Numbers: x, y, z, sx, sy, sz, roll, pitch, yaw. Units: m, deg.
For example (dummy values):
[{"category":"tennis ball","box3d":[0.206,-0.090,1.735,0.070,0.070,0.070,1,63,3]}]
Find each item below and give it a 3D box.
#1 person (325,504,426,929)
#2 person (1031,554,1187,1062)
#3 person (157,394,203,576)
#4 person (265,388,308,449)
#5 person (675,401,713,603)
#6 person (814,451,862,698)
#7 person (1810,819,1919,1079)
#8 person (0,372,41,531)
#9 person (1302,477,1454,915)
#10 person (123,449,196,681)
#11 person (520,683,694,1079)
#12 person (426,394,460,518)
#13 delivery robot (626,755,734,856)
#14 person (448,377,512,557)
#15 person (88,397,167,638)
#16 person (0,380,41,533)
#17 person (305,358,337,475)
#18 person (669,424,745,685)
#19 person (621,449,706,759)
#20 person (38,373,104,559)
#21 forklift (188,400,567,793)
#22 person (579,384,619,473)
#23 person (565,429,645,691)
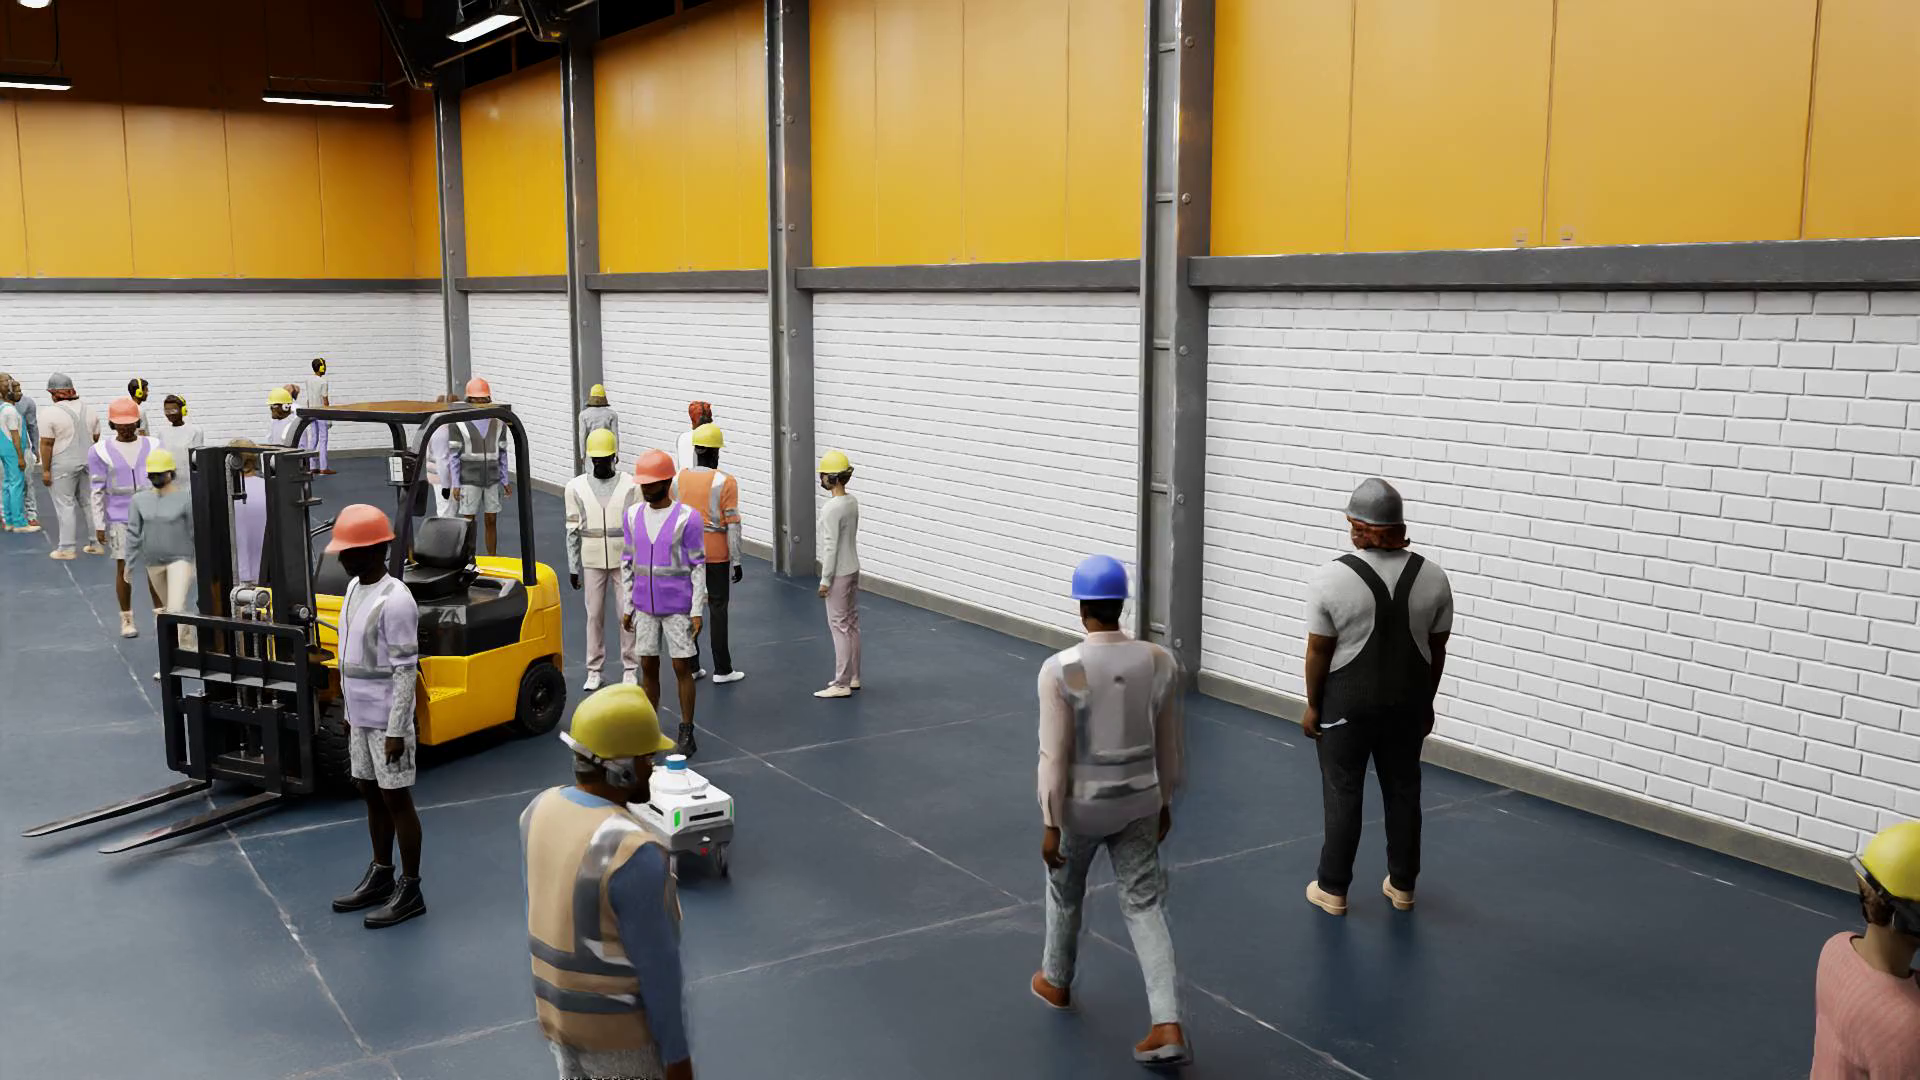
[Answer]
[{"category":"person","box3d":[-2.680,0.794,7.605,0.544,1.937,0.358,8,12,44]},{"category":"person","box3d":[0.588,1.005,6.342,0.621,1.899,0.988,-3,9,-20]},{"category":"person","box3d":[-7.922,-0.554,16.952,0.505,1.864,0.331,1,8,5]},{"category":"person","box3d":[-7.520,-0.778,18.546,0.600,1.829,0.404,6,10,34]},{"category":"person","box3d":[-2.439,-0.358,15.543,0.337,1.882,0.583,-8,12,-43]},{"category":"person","box3d":[-0.879,0.244,11.884,0.312,1.768,0.529,2,9,15]},{"category":"person","box3d":[2.027,1.466,3.682,0.345,1.758,0.532,2,9,12]},{"category":"person","box3d":[-11.543,-1.072,20.223,0.635,1.928,0.382,-6,10,-33]},{"category":"person","box3d":[1.895,0.719,7.757,0.682,2.000,0.537,-1,9,-8]},{"category":"person","box3d":[-6.007,0.162,12.603,0.534,1.713,0.929,0,8,-1]},{"category":"person","box3d":[-0.970,1.294,4.607,0.403,1.827,0.603,-8,11,-42]},{"category":"person","box3d":[-5.366,-0.615,17.450,0.430,1.840,0.633,-2,9,-12]},{"category":"delivery robot","box3d":[-1.417,1.324,8.350,0.477,0.478,0.707,-5,10,-33]},{"category":"person","box3d":[-4.788,-0.602,16.646,0.605,2.045,0.377,-6,11,-36]},{"category":"person","box3d":[-6.917,-0.188,13.919,0.613,2.031,0.403,-6,10,-36]},{"category":"person","box3d":[-11.372,-1.001,20.002,0.506,1.847,0.343,8,12,43]},{"category":"person","box3d":[-10.181,-1.958,26.440,0.506,1.857,0.328,5,10,30]},{"category":"person","box3d":[-1.867,0.103,12.294,0.593,1.924,0.384,3,9,21]},{"category":"person","box3d":[-1.843,0.402,10.250,0.551,1.933,0.376,3,9,17]},{"category":"person","box3d":[-9.754,-0.827,18.176,0.536,2.000,0.701,3,9,21]},{"category":"forklift","box3d":[-3.529,0.258,10.348,1.214,2.155,2.313,4,9,25]},{"category":"person","box3d":[-4.529,-1.083,20.897,0.492,1.742,0.316,-2,9,-14]},{"category":"person","box3d":[-2.551,0.149,12.030,0.582,1.919,0.396,-1,8,-6]}]
